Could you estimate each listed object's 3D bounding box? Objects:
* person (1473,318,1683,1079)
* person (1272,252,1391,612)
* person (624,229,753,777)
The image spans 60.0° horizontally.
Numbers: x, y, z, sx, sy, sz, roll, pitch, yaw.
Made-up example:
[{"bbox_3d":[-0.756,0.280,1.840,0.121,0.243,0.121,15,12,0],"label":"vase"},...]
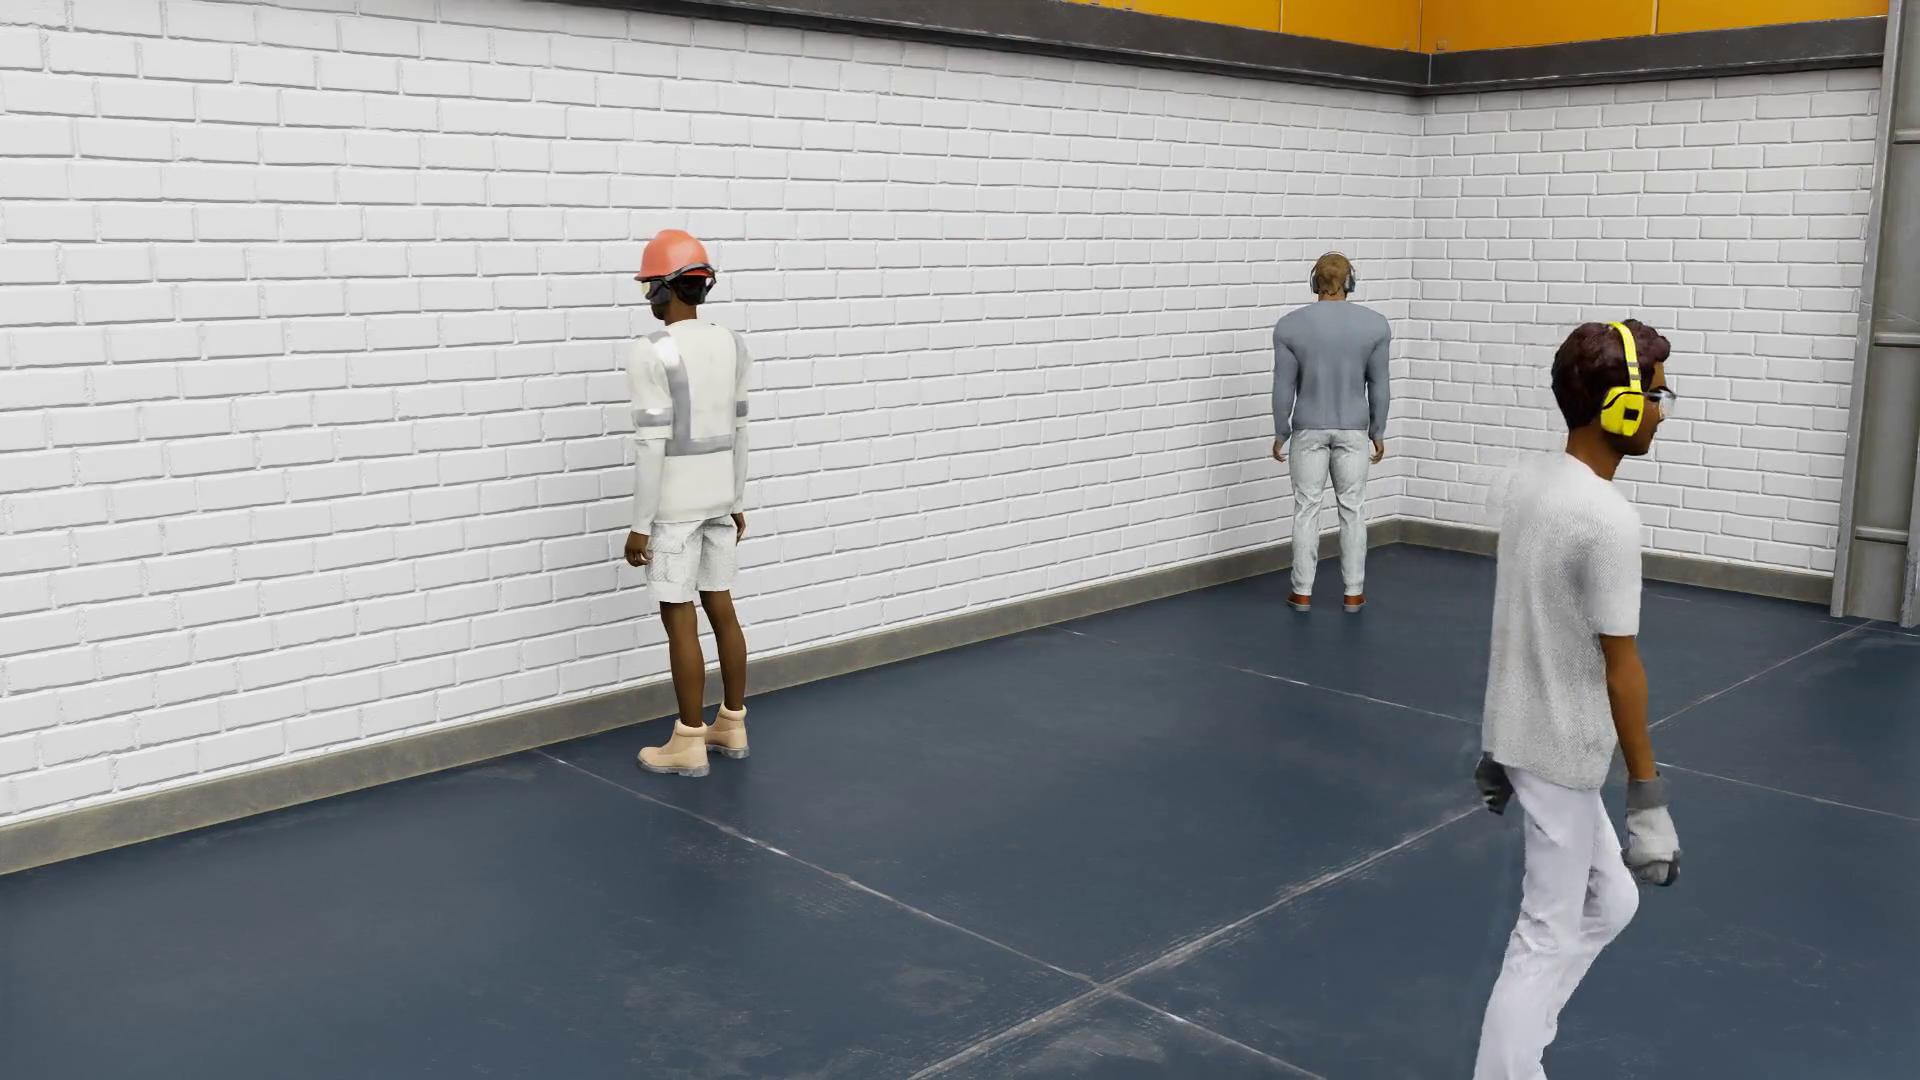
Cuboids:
[{"bbox_3d":[1.293,0.474,3.464,0.484,1.850,0.537,1,10,3],"label":"person"},{"bbox_3d":[1.982,-0.569,8.943,0.627,1.934,0.370,2,11,9],"label":"person"},{"bbox_3d":[-1.044,-0.134,6.270,0.387,2.041,0.615,6,12,31],"label":"person"}]
